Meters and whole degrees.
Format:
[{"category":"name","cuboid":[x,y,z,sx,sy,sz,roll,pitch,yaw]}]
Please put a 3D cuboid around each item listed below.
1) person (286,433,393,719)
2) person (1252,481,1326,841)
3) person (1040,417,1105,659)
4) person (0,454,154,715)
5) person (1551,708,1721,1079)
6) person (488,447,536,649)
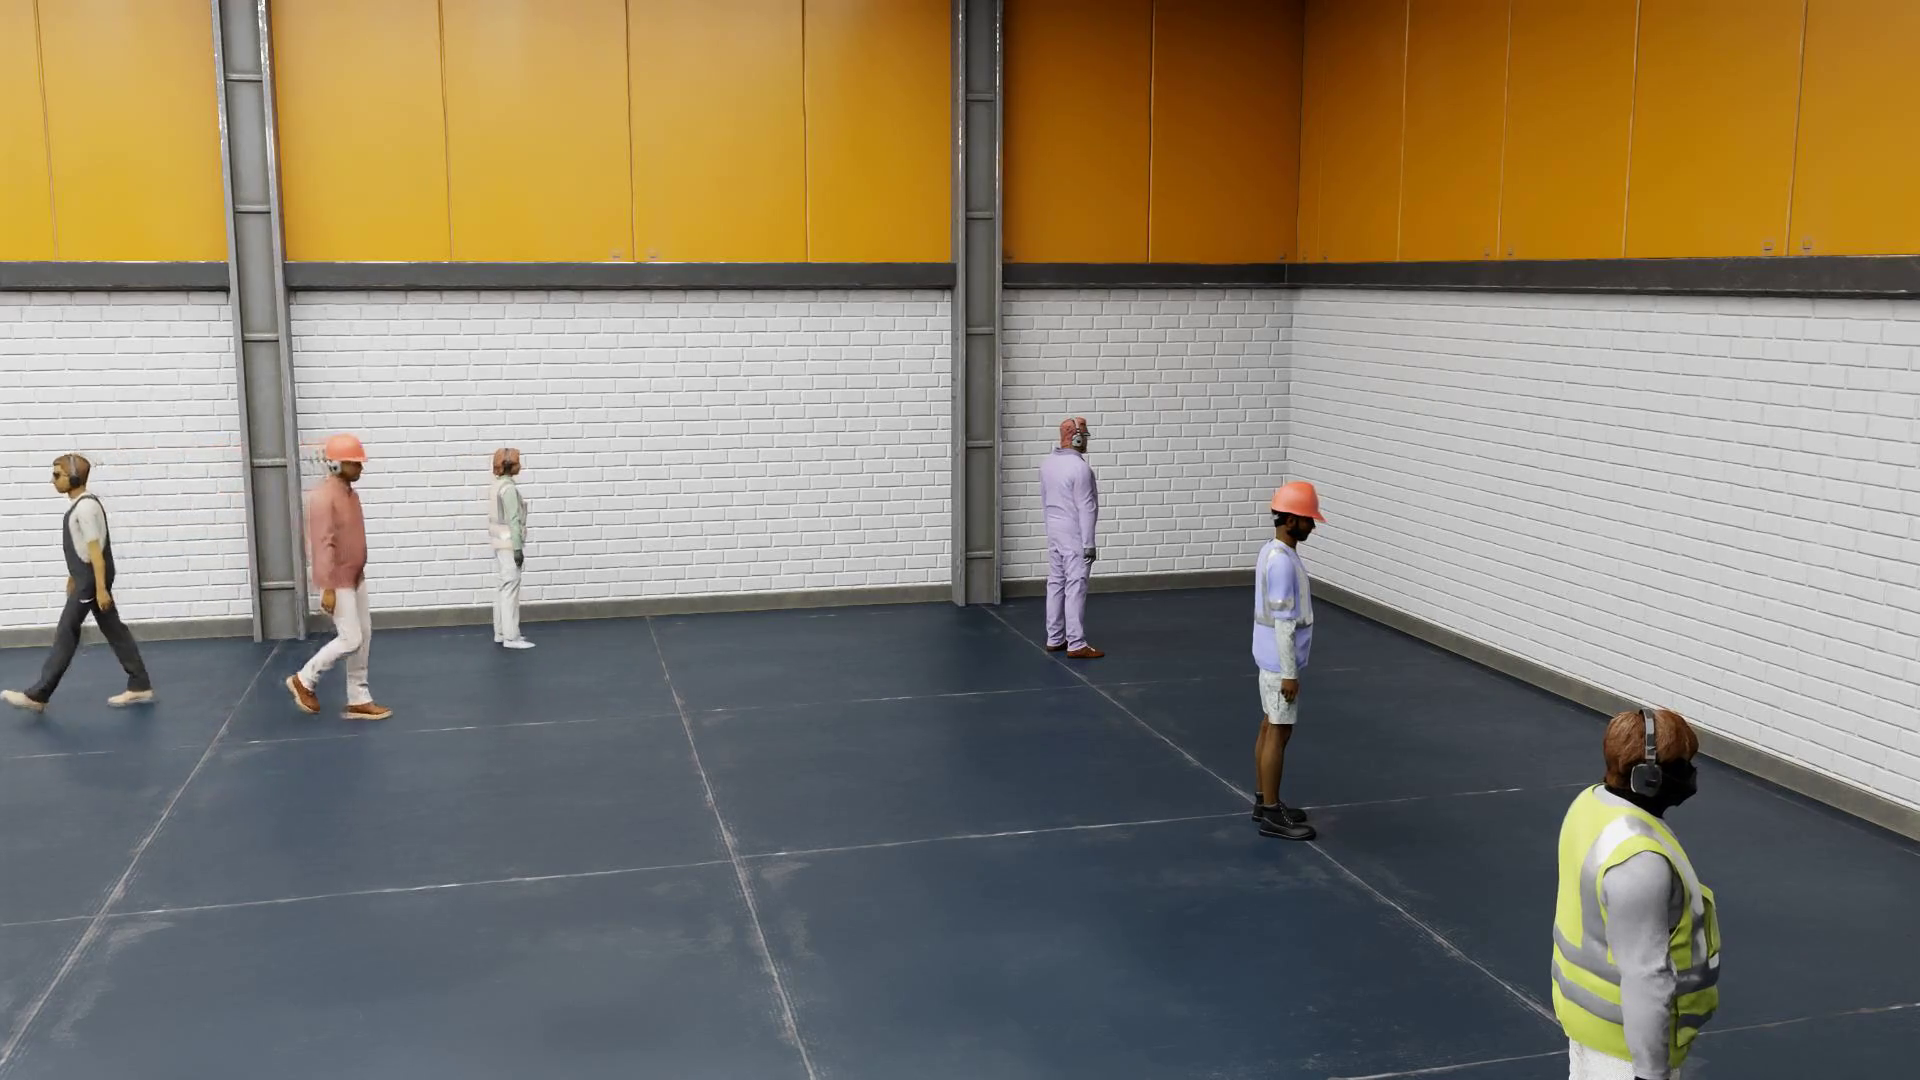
[{"category":"person","cuboid":[-4.195,0.262,11.193,0.558,1.976,0.630,0,9,3]},{"category":"person","cuboid":[1.765,0.640,8.983,0.363,1.933,0.543,1,9,4]},{"category":"person","cuboid":[0.899,-0.019,13.180,0.407,1.908,0.641,-5,10,-28]},{"category":"person","cuboid":[-6.117,0.307,11.466,0.970,1.796,0.540,-4,10,-26]},{"category":"person","cuboid":[1.894,1.373,4.695,0.429,1.844,0.623,1,9,7]},{"category":"person","cuboid":[-3.660,0.063,13.498,0.310,1.638,0.522,-5,11,-30]}]
